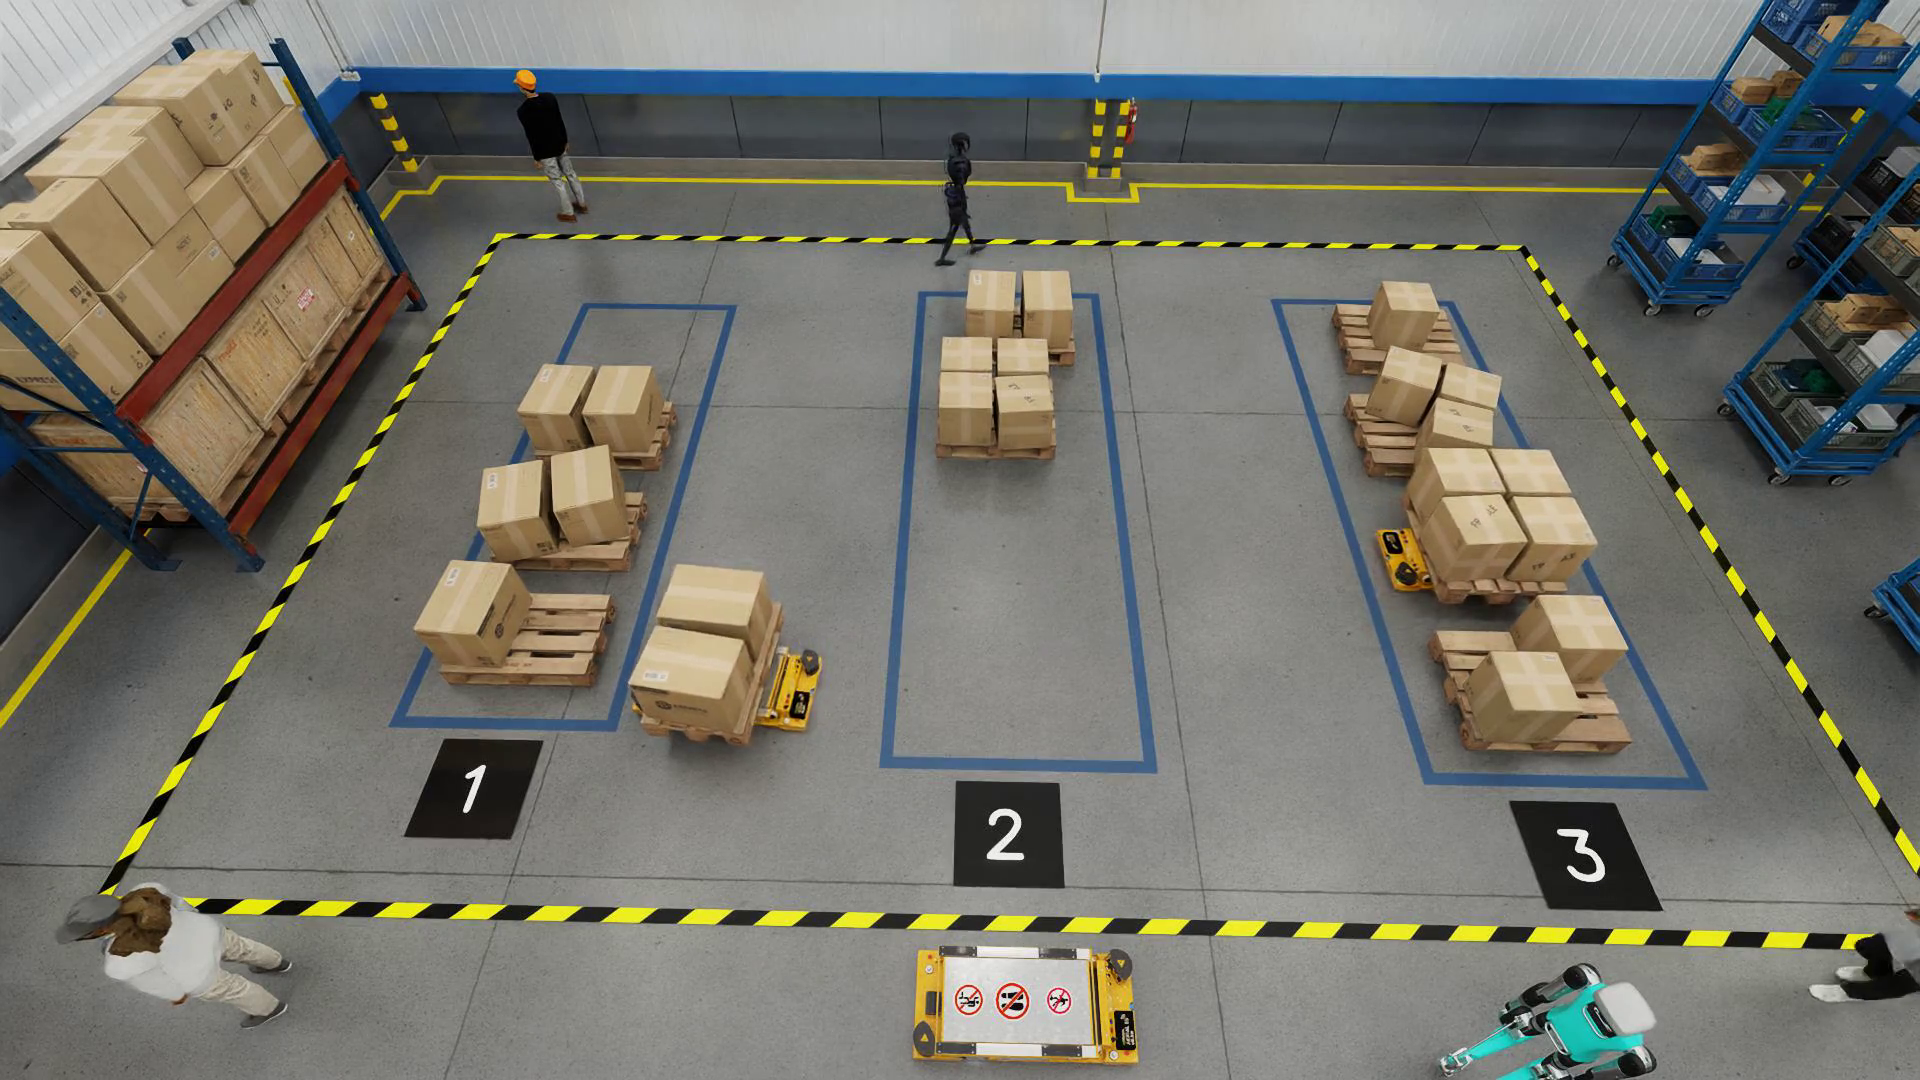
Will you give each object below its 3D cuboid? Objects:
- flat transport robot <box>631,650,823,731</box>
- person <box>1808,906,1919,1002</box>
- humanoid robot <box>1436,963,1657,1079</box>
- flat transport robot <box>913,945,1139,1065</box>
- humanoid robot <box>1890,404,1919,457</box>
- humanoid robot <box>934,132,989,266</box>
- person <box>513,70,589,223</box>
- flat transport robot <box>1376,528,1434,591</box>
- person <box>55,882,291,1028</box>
[{"bbox_3d":[-1.906,1.159,7.523,1.431,0.197,0.652,5,51,4],"label":"flat transport robot"},{"bbox_3d":[5.867,2.466,5.459,0.415,1.838,0.614,2,51,1],"label":"person"},{"bbox_3d":[3.093,2.871,5.109,0.735,1.681,0.533,-11,52,-9],"label":"humanoid robot"},{"bbox_3d":[0.422,3.041,6.007,1.431,0.231,0.659,1,51,1],"label":"flat transport robot"},{"bbox_3d":[9.304,-1.390,8.712,0.601,1.650,0.348,19,53,15],"label":"humanoid robot"},{"bbox_3d":[0.021,-4.033,10.880,0.718,1.626,0.599,-8,51,-6],"label":"humanoid robot"},{"bbox_3d":[-5.110,-4.885,11.425,0.366,1.883,0.590,22,54,17],"label":"person"},{"bbox_3d":[4.620,0.154,8.342,1.431,0.197,0.652,1,51,1],"label":"flat transport robot"},{"bbox_3d":[-4.614,2.483,5.492,0.395,1.769,0.564,-13,52,-10],"label":"person"}]
